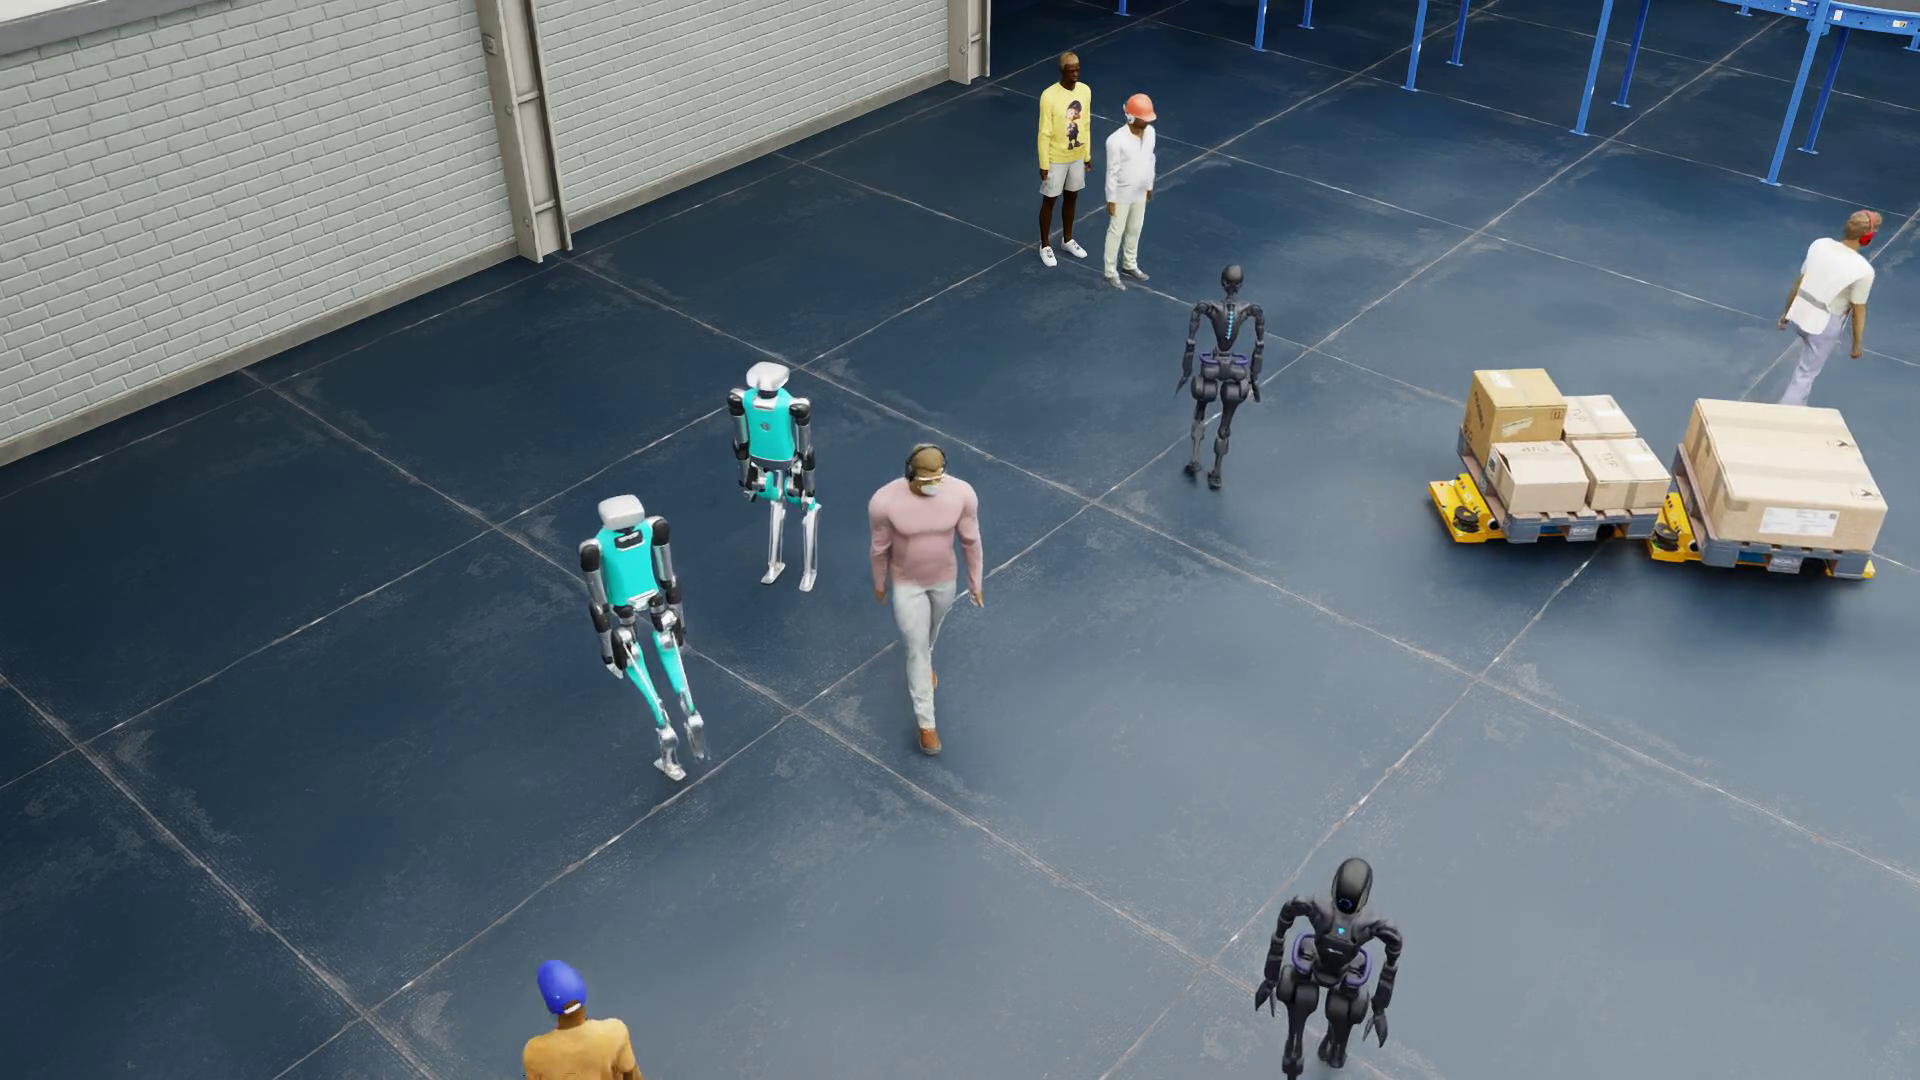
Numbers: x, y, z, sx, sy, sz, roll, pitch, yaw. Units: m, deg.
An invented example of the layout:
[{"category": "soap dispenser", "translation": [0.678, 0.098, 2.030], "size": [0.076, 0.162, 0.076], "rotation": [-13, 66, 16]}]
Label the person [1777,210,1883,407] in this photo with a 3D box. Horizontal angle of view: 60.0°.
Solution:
[{"category": "person", "translation": [6.426, -1.581, 12.268], "size": [0.714, 1.820, 0.591], "rotation": [-9, 36, -13]}]

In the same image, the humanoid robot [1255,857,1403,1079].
[{"category": "humanoid robot", "translation": [1.658, 1.936, 7.455], "size": [0.602, 1.635, 0.559], "rotation": [11, 37, 15]}]

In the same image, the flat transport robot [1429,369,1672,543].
[{"category": "flat transport robot", "translation": [4.118, -0.260, 11.752], "size": [1.431, 0.231, 0.659], "rotation": [-2, 36, -3]}]

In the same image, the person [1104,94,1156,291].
[{"category": "person", "translation": [1.494, -3.006, 14.348], "size": [0.574, 1.740, 0.362], "rotation": [-27, 44, -33]}]

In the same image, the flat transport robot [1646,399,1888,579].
[{"category": "flat transport robot", "translation": [5.472, -0.055, 11.465], "size": [1.431, 0.231, 0.659], "rotation": [5, 36, 8]}]

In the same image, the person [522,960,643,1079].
[{"category": "person", "translation": [-1.502, 2.379, 6.809], "size": [0.479, 1.703, 0.504], "rotation": [-11, 37, -15]}]

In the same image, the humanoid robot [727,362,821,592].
[{"category": "humanoid robot", "translation": [-1.123, -0.463, 10.740], "size": [0.534, 1.736, 0.722], "rotation": [8, 36, 11]}]

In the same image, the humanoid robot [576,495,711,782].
[{"category": "humanoid robot", "translation": [-1.677, 0.650, 9.232], "size": [0.537, 1.787, 0.768], "rotation": [-22, 41, -28]}]

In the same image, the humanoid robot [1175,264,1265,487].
[{"category": "humanoid robot", "translation": [1.851, -1.166, 11.818], "size": [0.609, 1.638, 0.389], "rotation": [0, 35, -1]}]

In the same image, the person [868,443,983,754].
[{"category": "person", "translation": [-0.183, 0.253, 9.639], "size": [0.638, 1.886, 0.937], "rotation": [-10, 37, -14]}]

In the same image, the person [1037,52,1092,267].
[{"category": "person", "translation": [0.923, -3.379, 14.729], "size": [0.539, 1.899, 0.377], "rotation": [-20, 40, -25]}]
